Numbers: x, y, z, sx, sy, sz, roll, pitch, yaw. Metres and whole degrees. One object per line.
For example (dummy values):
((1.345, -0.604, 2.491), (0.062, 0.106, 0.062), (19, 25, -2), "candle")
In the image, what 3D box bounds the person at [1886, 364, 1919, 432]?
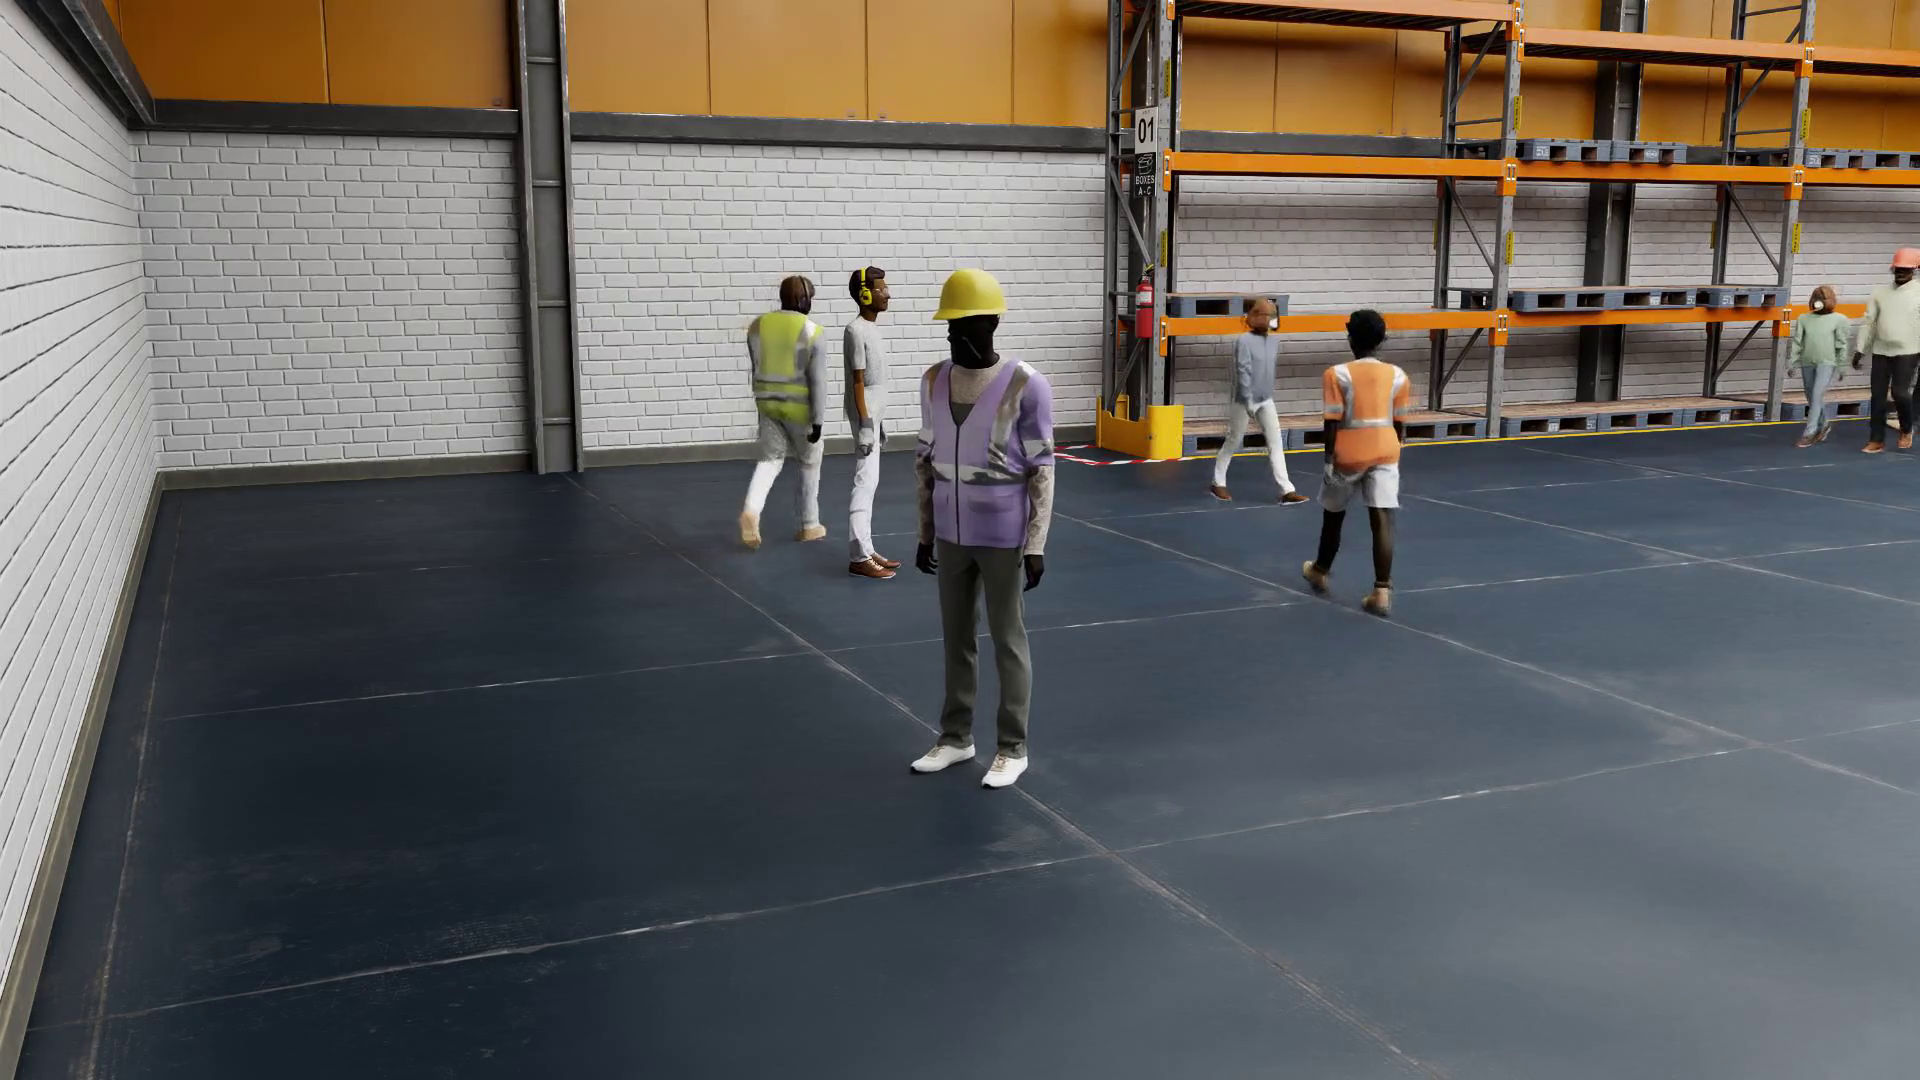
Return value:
((10.366, -2.113, 17.429), (1.025, 2.000, 0.694), (-1, 10, -7), "person")

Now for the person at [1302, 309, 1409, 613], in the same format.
((2.224, -0.457, 9.279), (0.544, 1.640, 0.888), (-2, 10, -11), "person")

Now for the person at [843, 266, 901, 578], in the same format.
((-0.538, -0.713, 10.096), (0.328, 1.877, 0.513), (1, 10, 5), "person")

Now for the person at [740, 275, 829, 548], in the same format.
((-1.162, -0.845, 11.025), (0.629, 1.811, 0.837), (4, 11, 23), "person")

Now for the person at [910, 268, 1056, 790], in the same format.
((0.066, -0.037, 6.181), (0.591, 1.926, 0.387), (8, 13, 37), "person")

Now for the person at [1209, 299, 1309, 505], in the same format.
((2.285, -1.061, 12.844), (0.512, 1.587, 0.872), (-8, 13, -36), "person")

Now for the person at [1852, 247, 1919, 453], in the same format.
((8.930, -1.801, 15.894), (0.458, 1.972, 0.661), (-8, 13, -36), "person")

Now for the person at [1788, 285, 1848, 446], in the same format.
((8.622, -1.755, 16.672), (0.818, 1.600, 0.512), (-8, 13, -37), "person")
